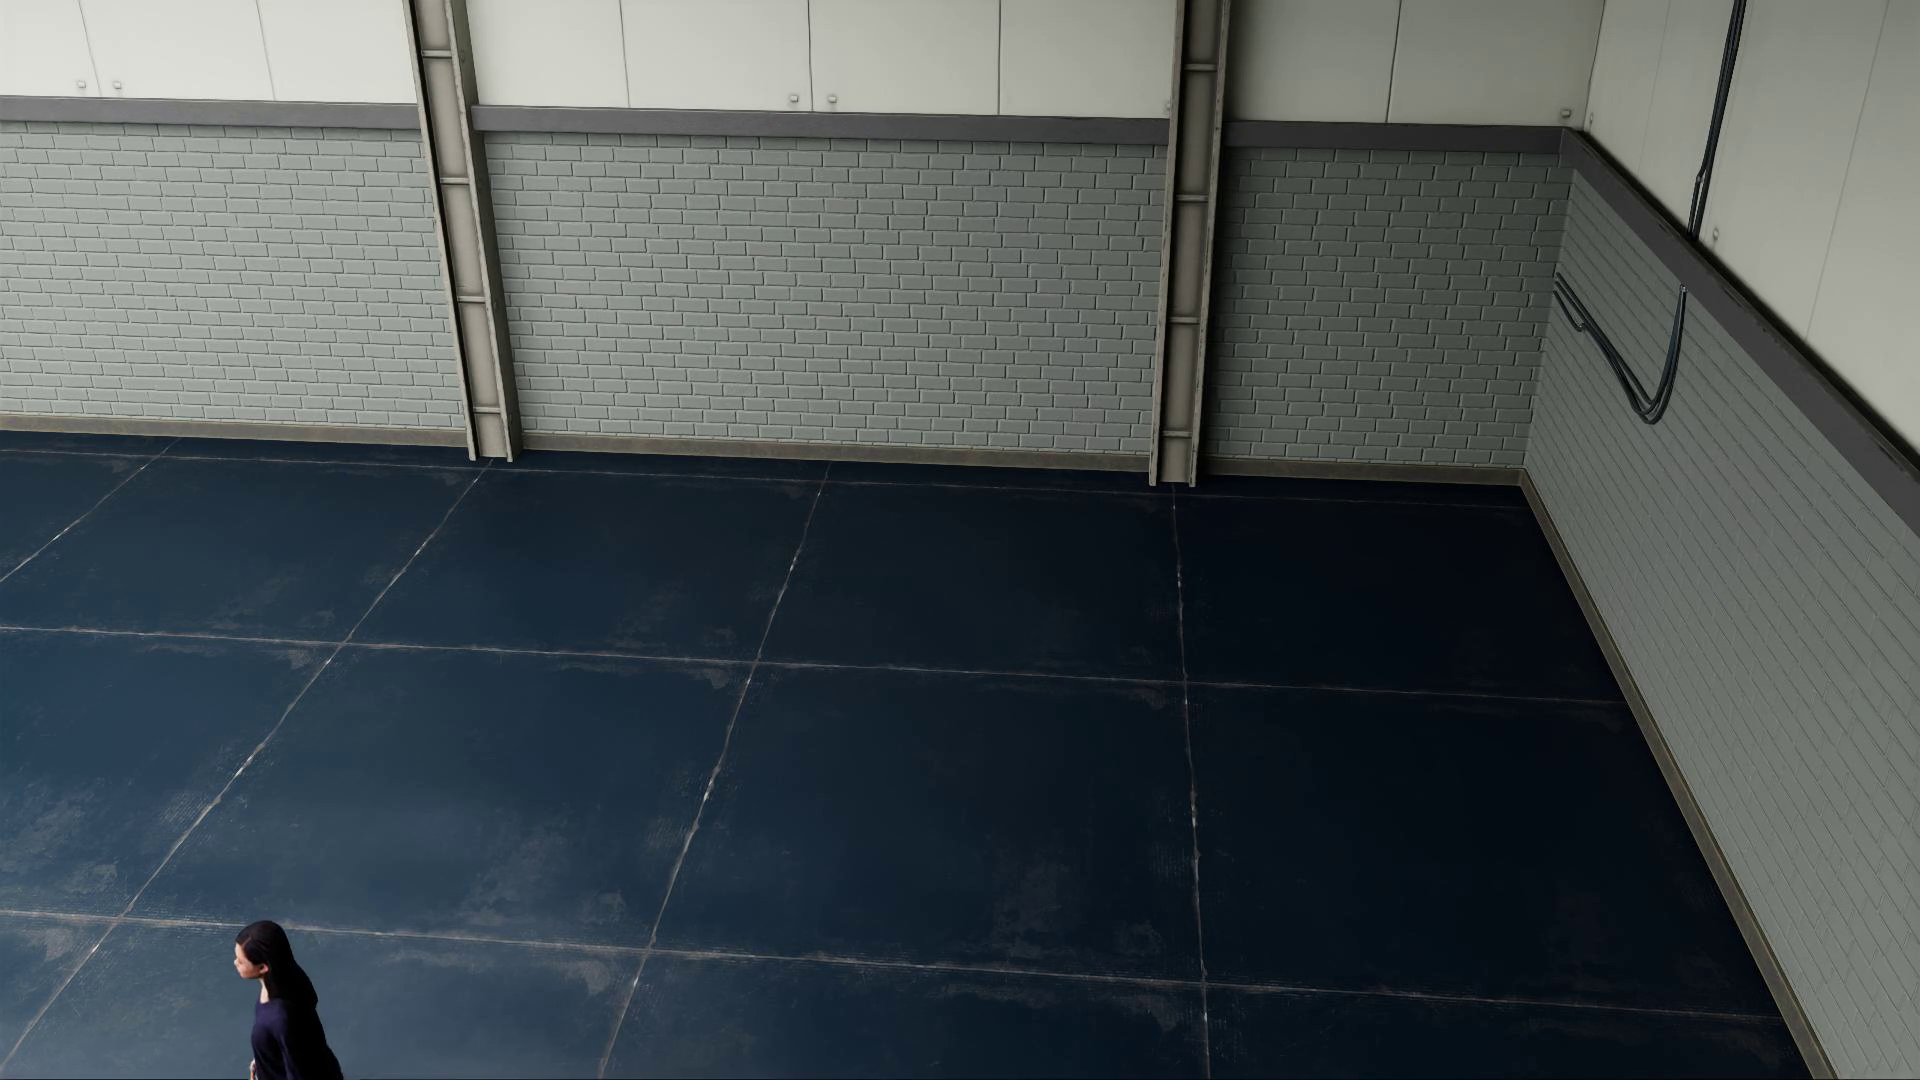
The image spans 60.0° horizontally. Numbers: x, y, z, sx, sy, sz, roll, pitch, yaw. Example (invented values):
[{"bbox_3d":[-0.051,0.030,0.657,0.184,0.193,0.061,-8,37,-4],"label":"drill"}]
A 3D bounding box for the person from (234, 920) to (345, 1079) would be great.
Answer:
[{"bbox_3d":[-2.710,2.289,7.077,1.151,1.681,0.848,-7,28,-13],"label":"person"}]
